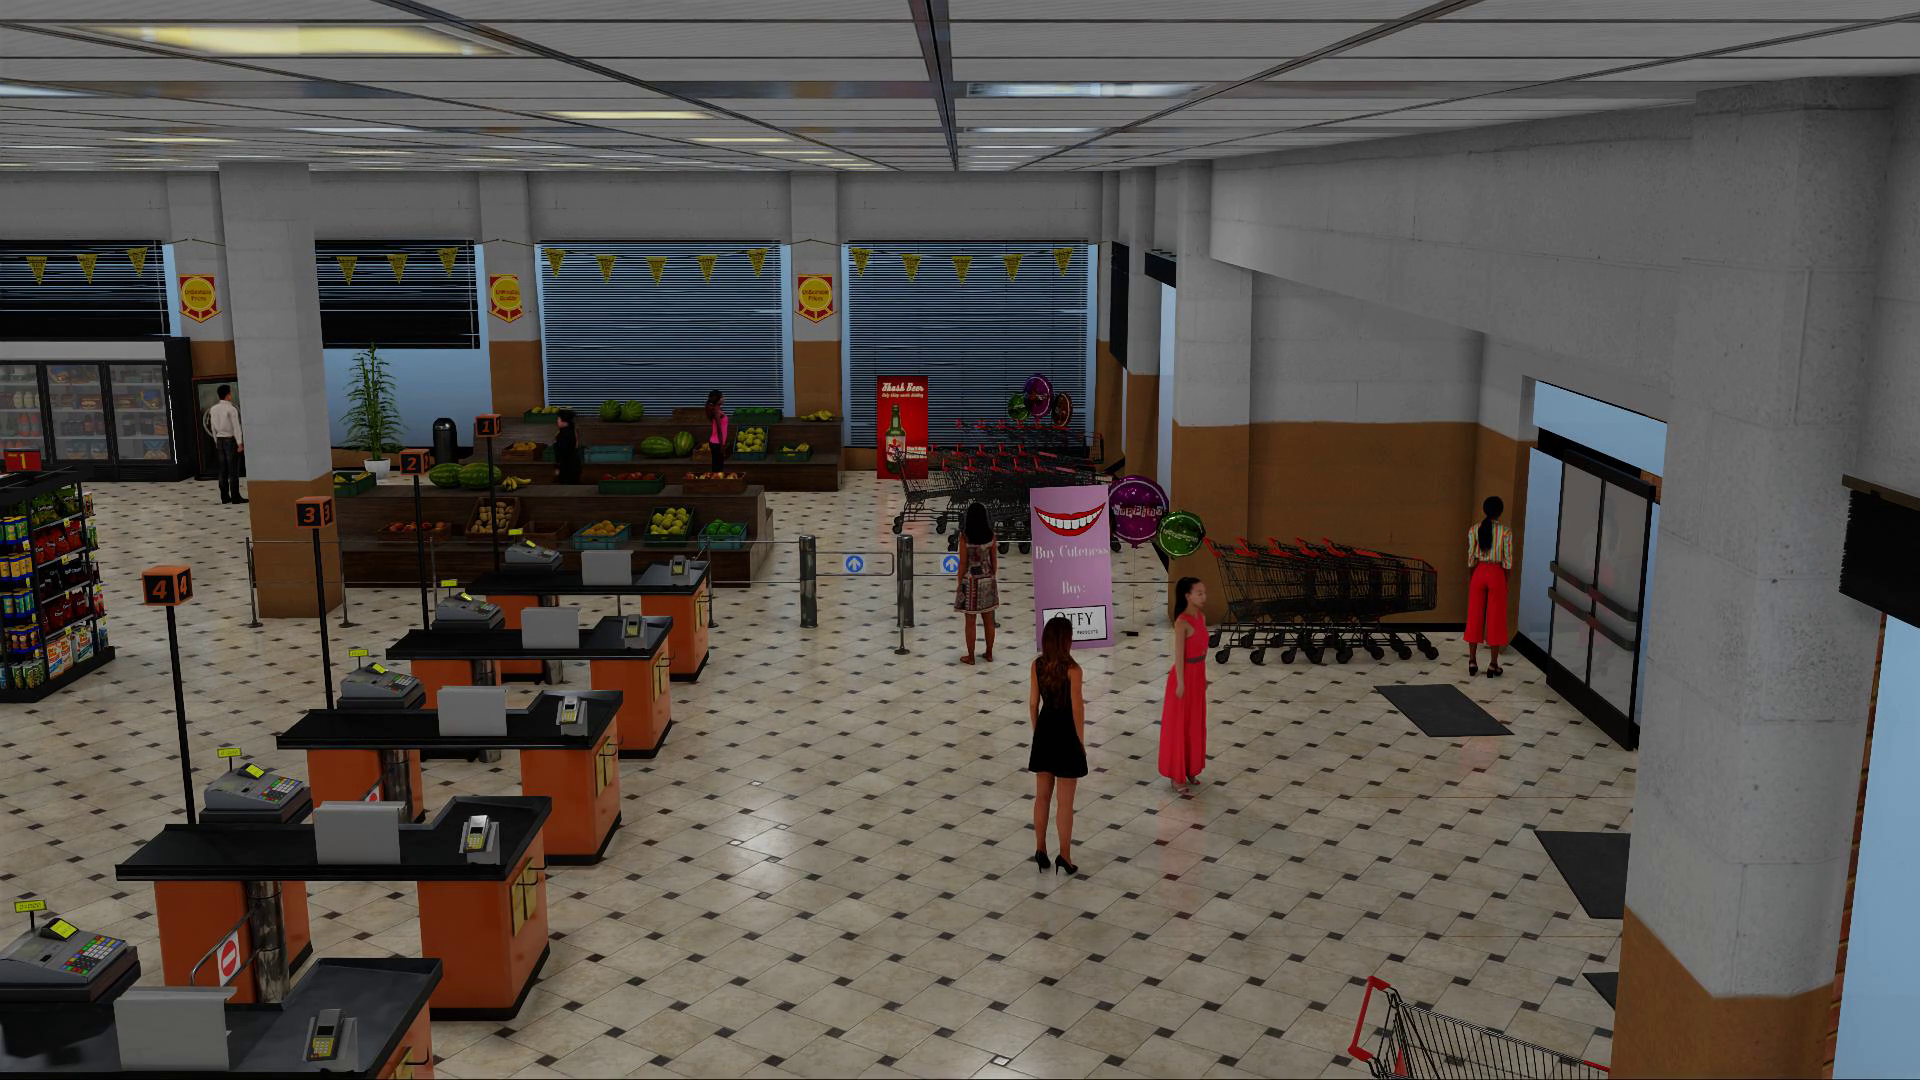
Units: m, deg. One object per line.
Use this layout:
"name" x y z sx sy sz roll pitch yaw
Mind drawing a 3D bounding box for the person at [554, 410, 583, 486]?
"person" -5.446 -0.981 23.469 1.027 1.633 0.729 1 12 3

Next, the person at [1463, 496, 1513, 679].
"person" 5.173 0.450 16.287 0.631 1.793 0.736 7 14 30

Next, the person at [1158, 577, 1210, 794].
"person" 1.809 1.133 13.202 0.752 1.727 0.712 9 15 37

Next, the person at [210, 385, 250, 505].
"person" -11.145 -1.459 25.306 0.636 1.810 0.790 5 13 23

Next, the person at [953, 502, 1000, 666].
"person" 0.169 0.427 16.751 0.639 1.645 0.784 -6 13 -27

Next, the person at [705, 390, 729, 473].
"person" -3.715 -1.440 25.431 0.632 1.723 0.615 -4 12 -17

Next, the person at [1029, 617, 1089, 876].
"person" 0.669 1.427 11.546 0.639 1.834 0.730 8 14 33
